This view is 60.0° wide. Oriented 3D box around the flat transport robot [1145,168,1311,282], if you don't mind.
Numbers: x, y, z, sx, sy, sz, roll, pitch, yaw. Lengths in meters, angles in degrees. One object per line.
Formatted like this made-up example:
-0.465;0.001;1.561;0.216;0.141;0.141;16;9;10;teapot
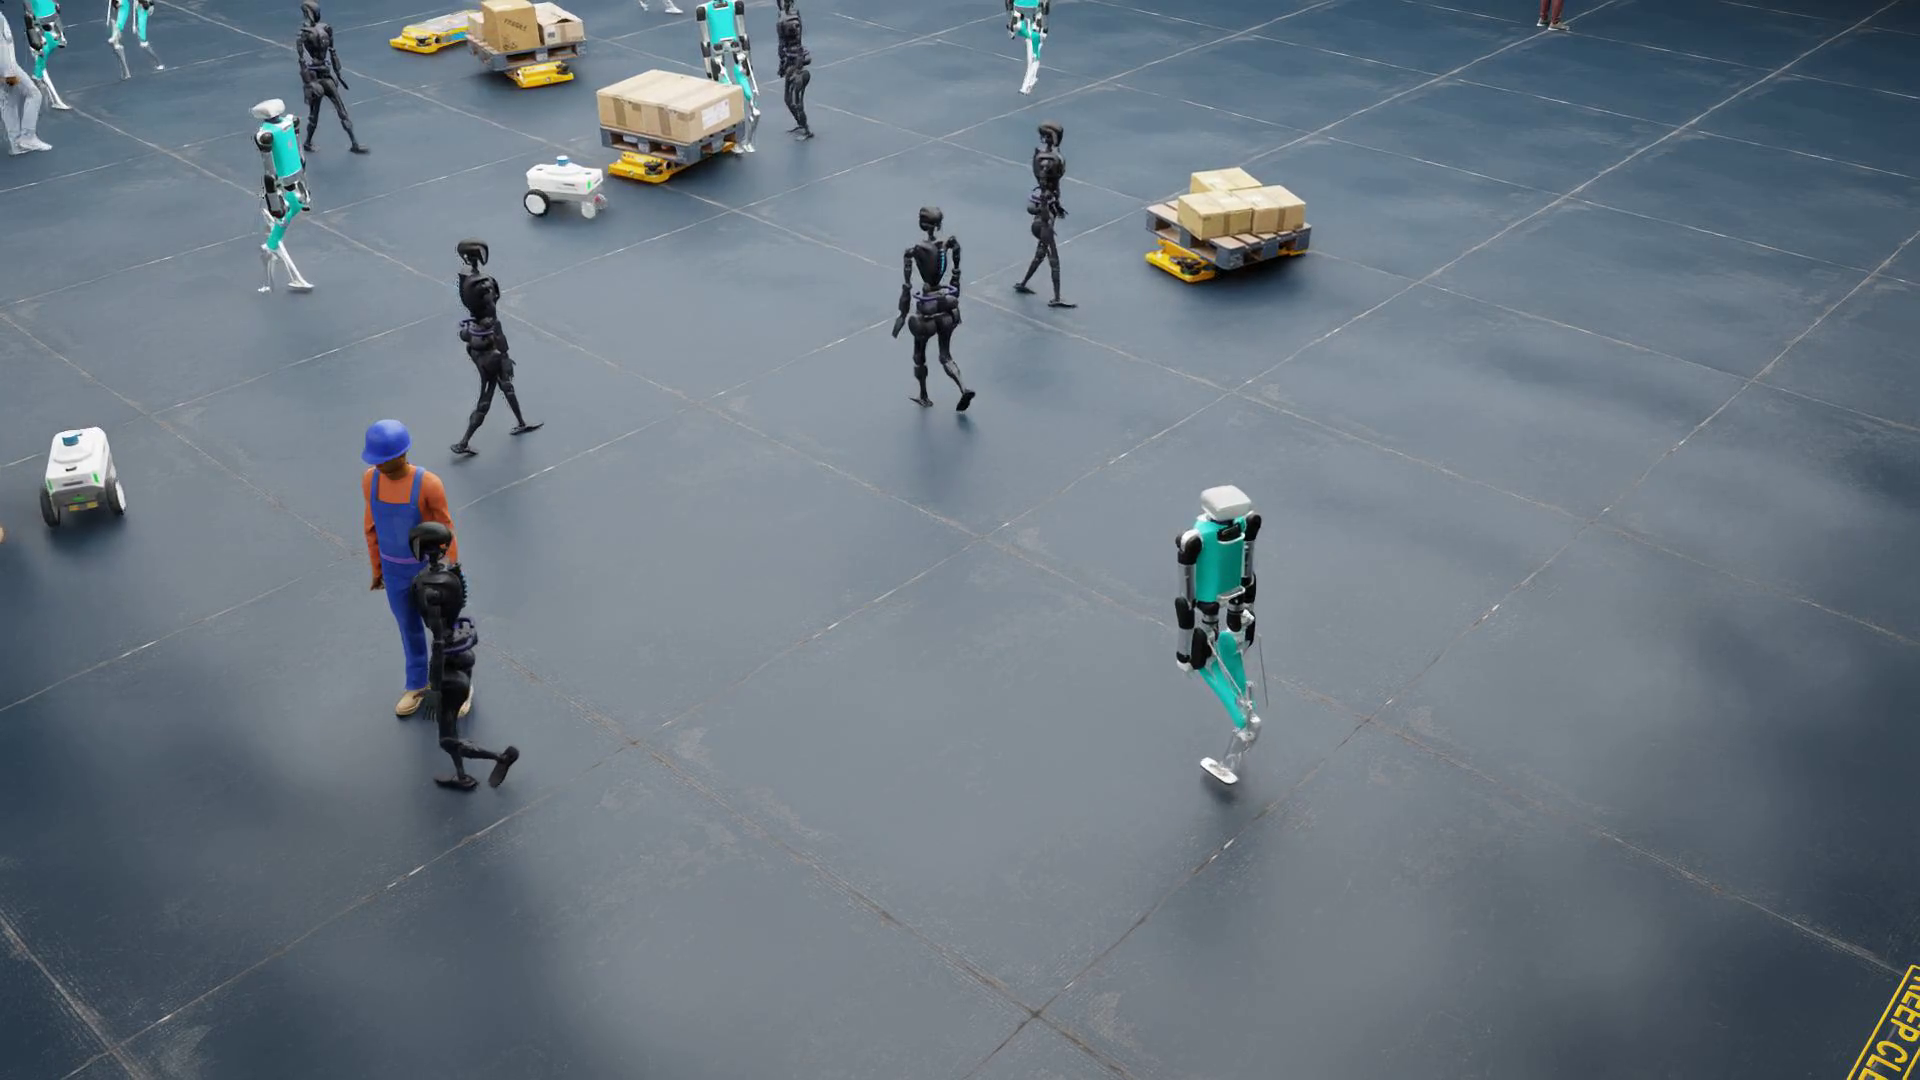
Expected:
2.497;-2.731;15.551;1.431;0.231;0.659;-19;36;-27;flat transport robot

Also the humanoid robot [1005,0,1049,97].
0.838;-6.084;19.557;0.537;1.721;1.020;11;34;17;humanoid robot

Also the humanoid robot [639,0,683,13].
-4.167;-8.070;22.816;0.883;1.842;0.553;8;33;13;humanoid robot

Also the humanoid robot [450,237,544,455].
-3.502;-1.425;12.163;0.772;1.635;0.585;-21;37;-30;humanoid robot

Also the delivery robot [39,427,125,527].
-6.158;-0.465;11.639;0.499;0.603;0.782;-11;33;-17;delivery robot

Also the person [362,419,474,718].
-3.064;0.163;9.343;0.521;1.903;0.370;5;32;8;person

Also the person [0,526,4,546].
-6.625;-0.575;10.613;0.669;1.818;0.522;0;32;0;person

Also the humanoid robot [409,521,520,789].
-2.674;0.641;8.807;0.498;1.636;0.600;-5;32;-8;humanoid robot

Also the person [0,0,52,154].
-10.203;-5.096;17.818;0.592;1.894;0.524;26;40;35;person

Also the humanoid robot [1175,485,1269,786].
1.476;0.659;8.795;0.541;1.879;0.733;-21;38;-30;humanoid robot

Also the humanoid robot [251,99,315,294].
-6.035;-2.926;14.578;0.716;1.909;0.548;7;33;12;humanoid robot

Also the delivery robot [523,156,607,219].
-3.938;-3.523;16.552;0.781;0.591;0.499;7;33;11;delivery robot

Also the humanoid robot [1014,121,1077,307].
0.761;-2.850;14.443;0.640;1.644;0.600;7;33;11;humanoid robot

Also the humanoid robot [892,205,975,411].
-0.178;-1.722;12.612;0.600;1.640;0.614;-23;39;-32;humanoid robot

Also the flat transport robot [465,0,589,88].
-5.359;-5.950;20.735;0.659;0.231;1.431;-19;37;-28;flat transport robot

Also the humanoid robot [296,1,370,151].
-6.858;-4.956;17.845;0.795;1.625;0.610;12;34;18;humanoid robot

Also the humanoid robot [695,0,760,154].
-2.420;-4.978;17.766;0.559;1.740;0.851;-13;34;-20;humanoid robot

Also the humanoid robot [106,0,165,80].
-10.181;-6.492;20.288;0.535;1.811;0.817;-1;32;-2;humanoid robot

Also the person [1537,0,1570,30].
8.023;-7.739;22.153;0.368;1.813;0.539;-10;33;-16;person

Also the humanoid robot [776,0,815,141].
-1.803;-5.196;18.199;0.373;1.642;0.588;-17;36;-25;humanoid robot

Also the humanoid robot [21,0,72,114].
-10.582;-5.683;19.027;0.714;1.914;0.541;6;32;10;humanoid robot

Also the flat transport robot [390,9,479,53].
-6.758;-6.726;21.985;0.659;0.231;1.431;20;37;28;flat transport robot

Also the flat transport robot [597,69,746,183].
-3.076;-4.178;17.882;0.659;0.231;1.431;17;36;26;flat transport robot
